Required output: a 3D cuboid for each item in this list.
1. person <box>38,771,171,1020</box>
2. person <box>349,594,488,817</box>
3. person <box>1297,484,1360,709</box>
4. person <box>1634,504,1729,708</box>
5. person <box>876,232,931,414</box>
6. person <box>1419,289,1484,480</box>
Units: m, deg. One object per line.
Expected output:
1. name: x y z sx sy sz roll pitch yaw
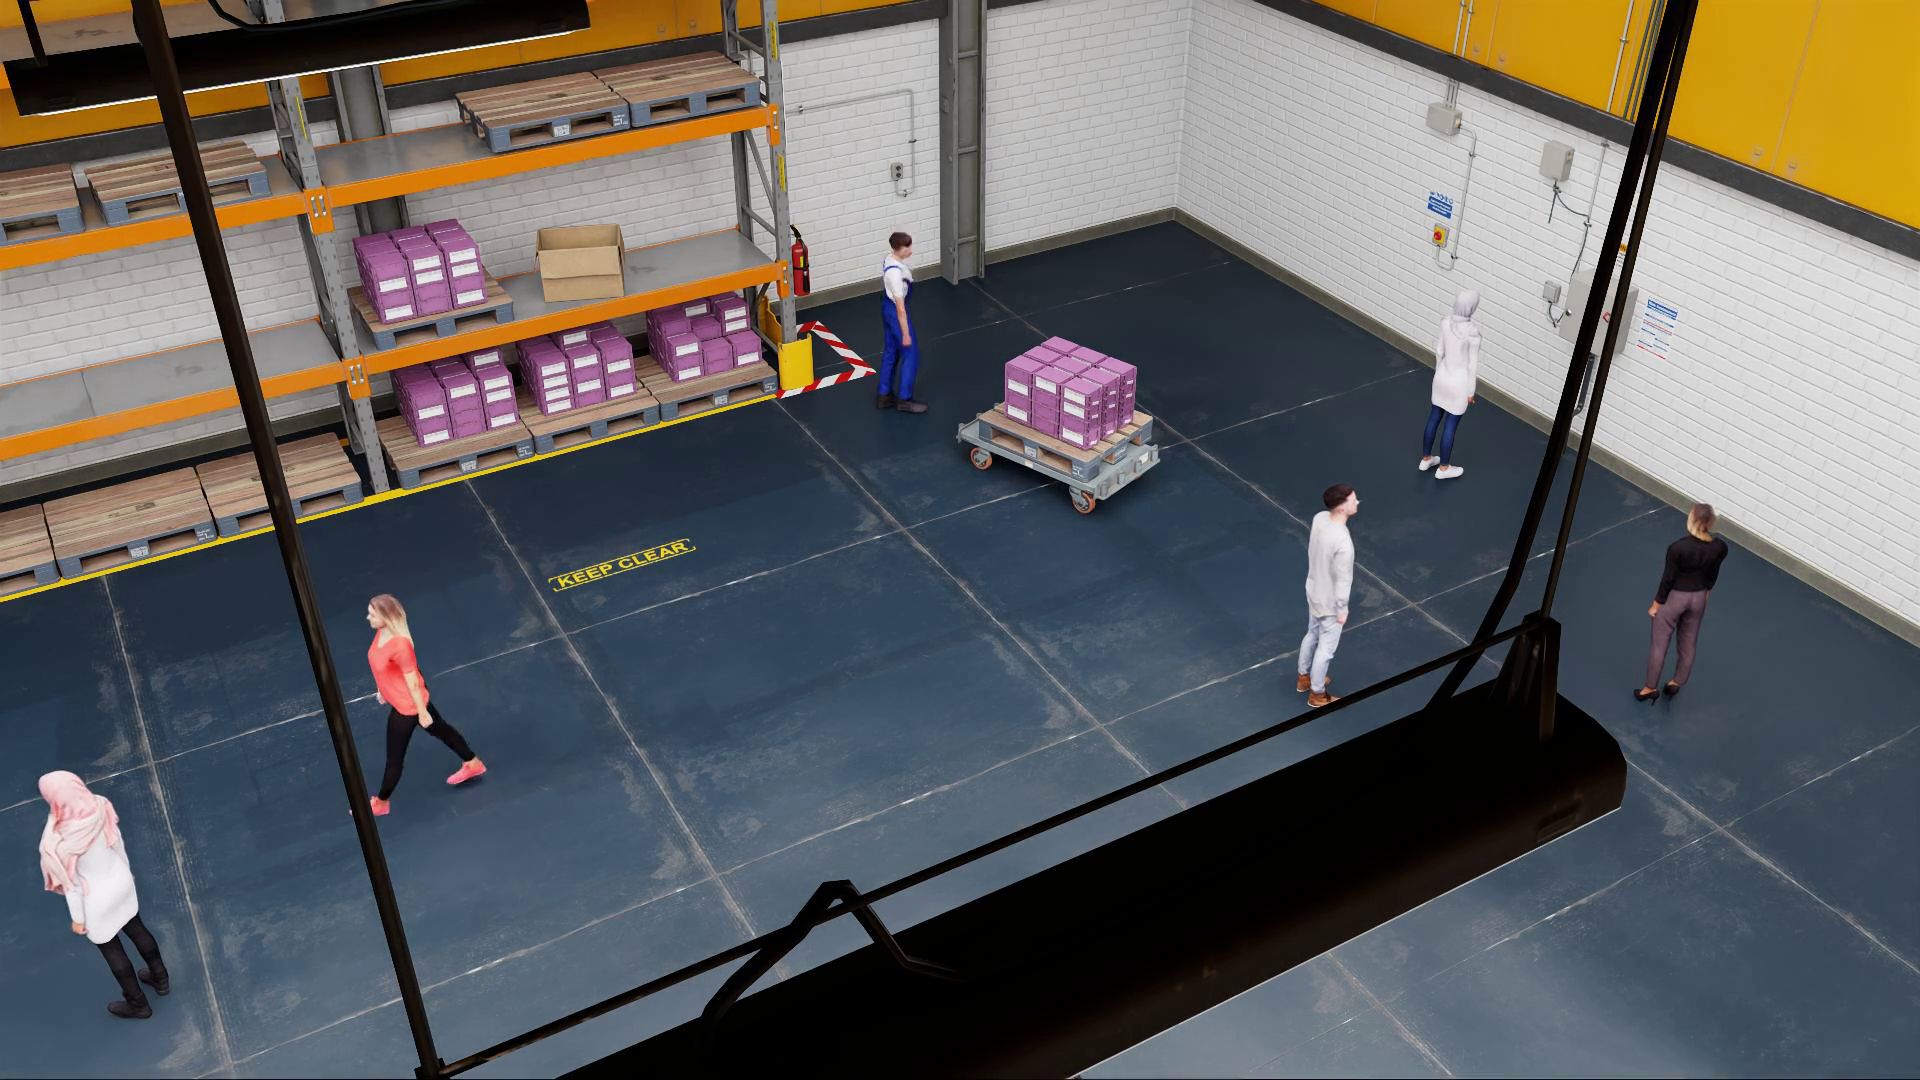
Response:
1. person: -4.846 1.996 9.403 0.800 1.805 0.733 10 35 15
2. person: -3.545 1.052 10.972 1.132 1.641 0.598 -18 37 -24
3. person: 2.614 0.382 11.799 0.675 1.841 0.743 -8 34 -11
4. person: 5.127 0.473 11.815 0.583 1.670 0.717 -5 34 -7
5. person: -0.559 -2.048 15.473 0.819 1.821 0.759 -14 36 -20
6. person: 4.283 -1.362 14.482 0.512 1.776 0.603 -19 38 -26
